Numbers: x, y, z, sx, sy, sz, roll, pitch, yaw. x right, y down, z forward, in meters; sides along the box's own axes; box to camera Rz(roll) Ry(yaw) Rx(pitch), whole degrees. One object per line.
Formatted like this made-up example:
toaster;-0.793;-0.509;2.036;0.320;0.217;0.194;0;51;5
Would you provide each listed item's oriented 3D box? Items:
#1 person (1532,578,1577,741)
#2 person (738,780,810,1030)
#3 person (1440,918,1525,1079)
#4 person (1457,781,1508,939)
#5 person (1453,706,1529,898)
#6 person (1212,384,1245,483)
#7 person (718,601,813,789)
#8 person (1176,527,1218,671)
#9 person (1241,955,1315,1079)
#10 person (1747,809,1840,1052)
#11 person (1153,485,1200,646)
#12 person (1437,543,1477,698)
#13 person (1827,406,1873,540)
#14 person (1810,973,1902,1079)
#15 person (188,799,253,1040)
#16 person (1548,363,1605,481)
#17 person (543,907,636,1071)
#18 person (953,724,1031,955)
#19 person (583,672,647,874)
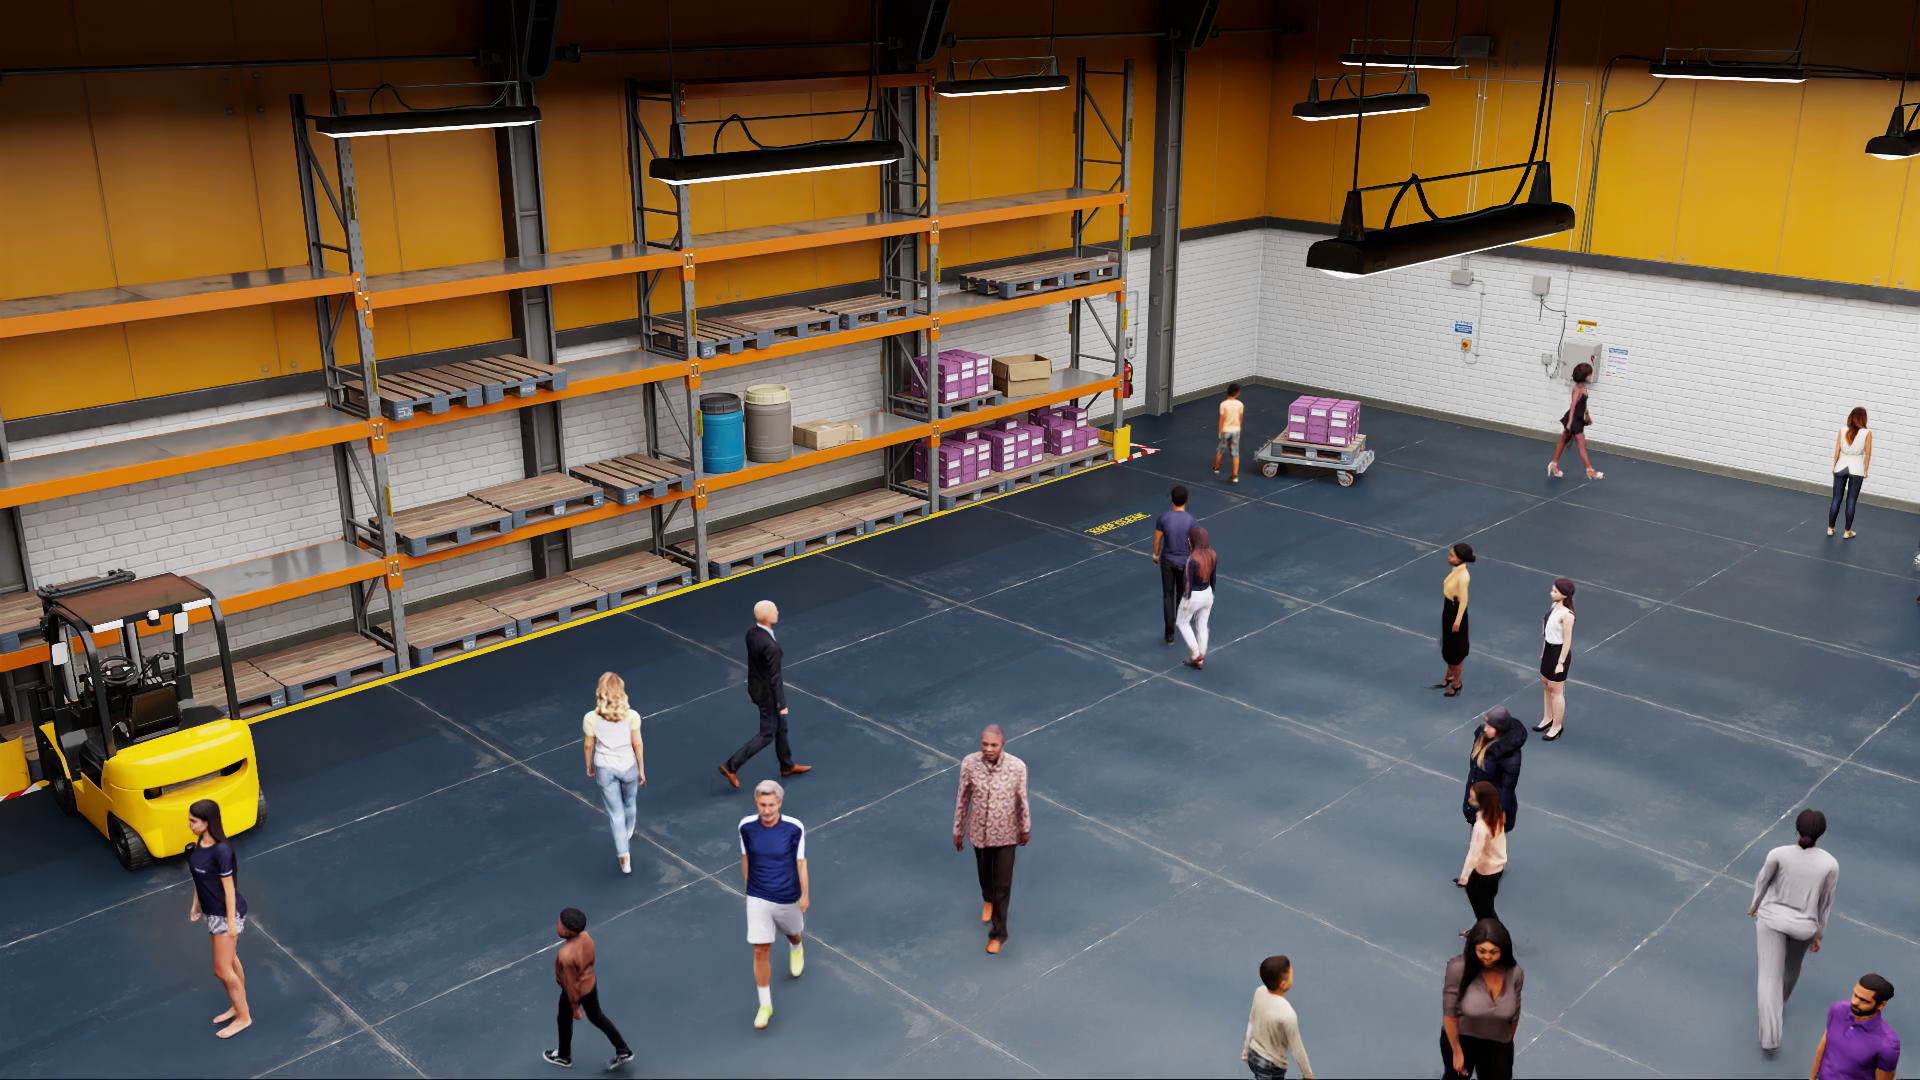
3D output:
person;5.806;1.150;16.198;0.678;1.647;0.634;-2;19;-5
person;-1.311;2.500;11.944;1.145;1.803;1.242;0;19;1
person;3.149;3.081;10.261;1.147;1.776;1.278;2;19;5
person;4.029;2.474;12.583;0.738;1.445;0.629;13;23;34
person;4.277;2.089;13.369;0.809;1.673;0.785;-5;19;-16
person;4.021;-1.557;24.584;0.952;1.424;0.981;-2;19;-5
person;-1.827;1.431;15.162;1.249;1.776;0.973;-8;20;-23
person;2.578;0.652;17.753;0.568;1.598;0.725;-13;22;-33
person;1.833;3.259;10.269;1.040;1.434;0.810;-7;20;-21
person;5.723;2.706;11.497;0.984;1.697;1.218;6;19;16
person;2.389;0.313;18.539;1.058;1.738;1.205;3;19;9
person;5.117;0.813;17.187;0.731;1.655;0.662;1;19;3
person;11.812;-0.906;22.087;0.590;1.785;0.538;15;24;38
person;5.235;3.275;9.723;1.096;1.750;0.920;-6;19;-16
person;-5.143;2.602;11.700;0.594;1.765;0.616;-14;23;-36
person;9.000;-1.744;24.624;0.843;1.753;1.028;8;20;23
person;-2.508;3.043;11.216;0.813;1.238;0.904;7;20;20
person;0.268;2.219;12.846;1.097;1.759;1.281;4;19;13
person;-2.839;1.956;13.732;1.076;1.693;1.048;-4;19;-10
